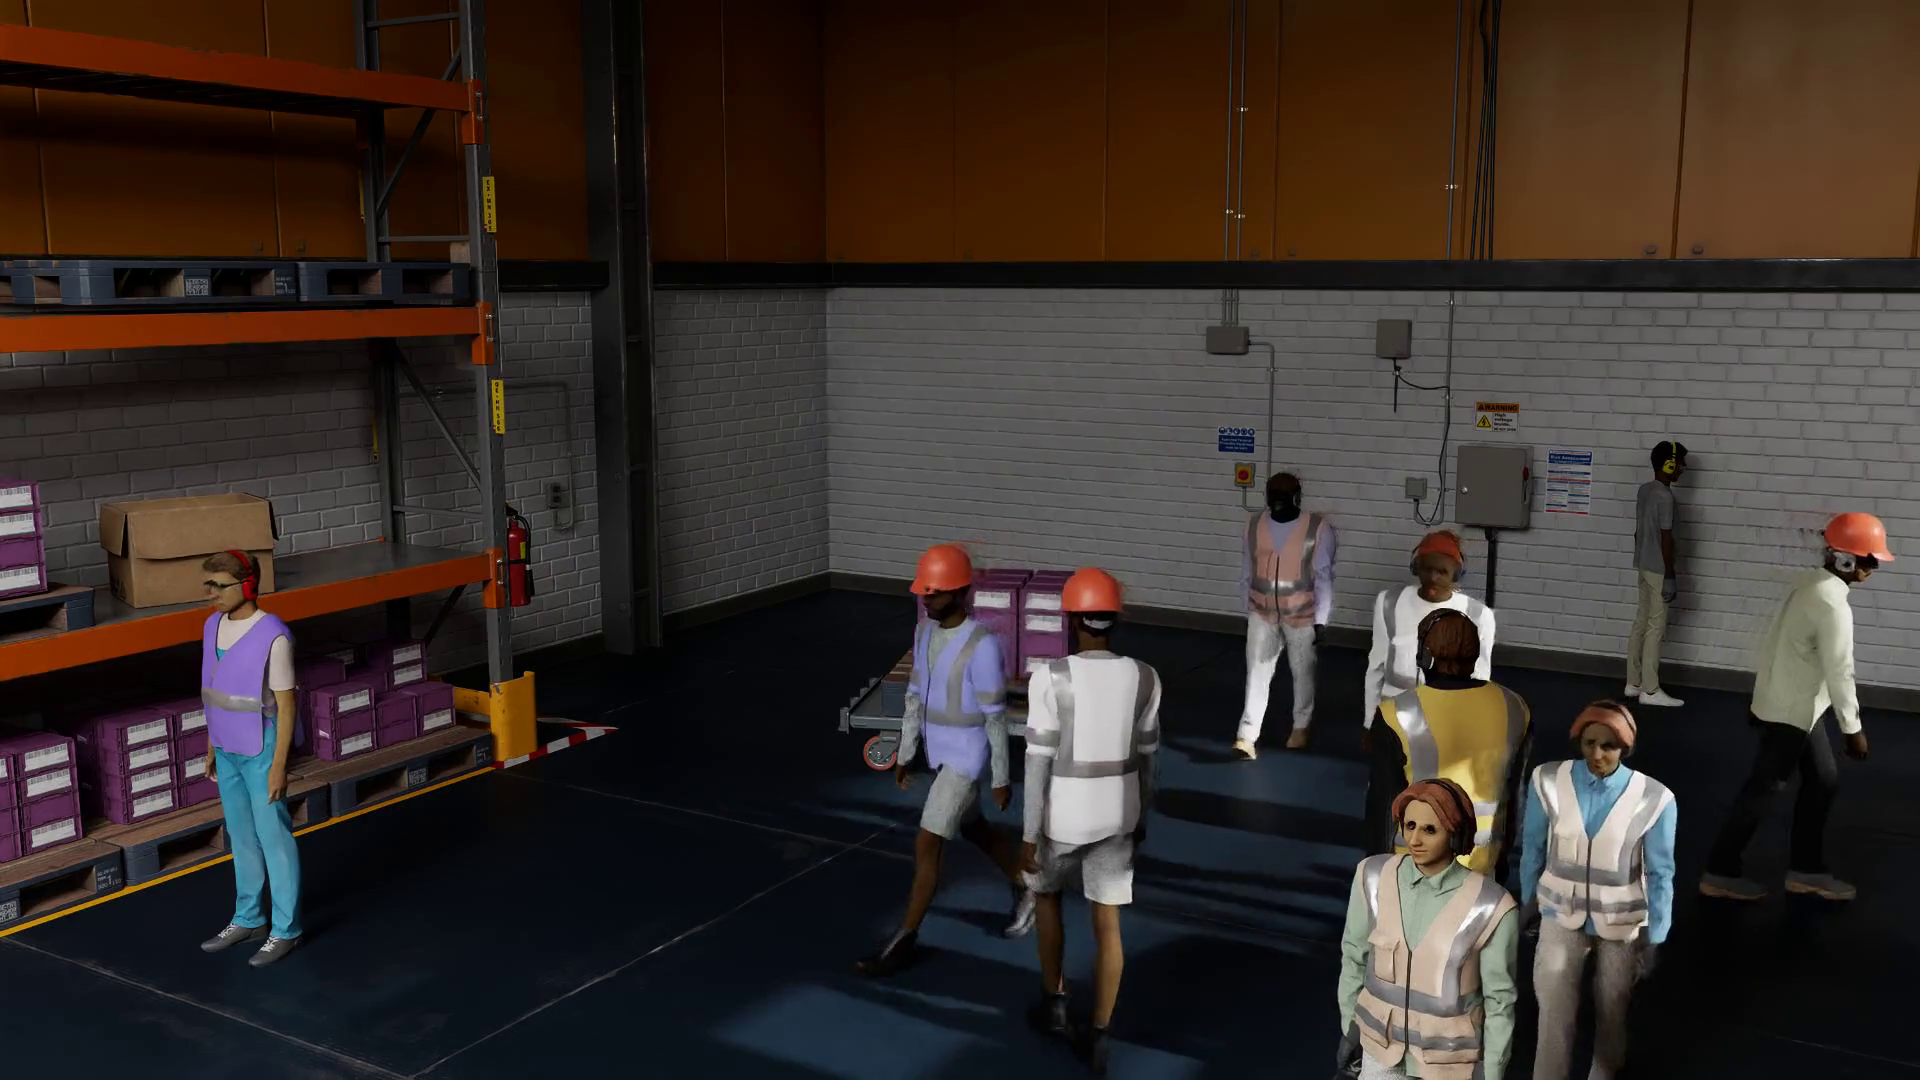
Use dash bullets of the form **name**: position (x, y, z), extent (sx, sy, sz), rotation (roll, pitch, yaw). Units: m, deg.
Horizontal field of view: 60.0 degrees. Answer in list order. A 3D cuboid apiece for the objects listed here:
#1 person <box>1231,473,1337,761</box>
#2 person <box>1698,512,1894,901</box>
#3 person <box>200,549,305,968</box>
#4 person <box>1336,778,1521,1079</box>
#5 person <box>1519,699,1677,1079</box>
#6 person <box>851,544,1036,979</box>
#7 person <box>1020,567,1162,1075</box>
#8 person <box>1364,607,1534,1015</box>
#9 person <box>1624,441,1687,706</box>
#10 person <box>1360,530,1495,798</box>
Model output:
- **person**: position (2.008, 0.481, 10.385), extent (0.624, 1.791, 0.954), rotation (4, 10, 25)
- **person**: position (3.977, 0.815, 7.825), extent (0.850, 1.935, 0.602), rotation (4, 10, 22)
- **person**: position (-3.125, 0.942, 7.353), extent (0.566, 1.843, 0.389), rotation (6, 11, 32)
- **person**: position (1.310, 1.466, 4.718), extent (0.512, 1.641, 0.307), rotation (7, 11, 37)
- **person**: position (2.207, 1.319, 5.801), extent (0.523, 1.588, 0.899), rotation (5, 10, 29)
- **person**: position (0.015, 0.933, 7.322), extent (1.046, 1.881, 0.535), rotation (-5, 10, -29)
- **person**: position (0.473, 1.050, 6.463), extent (0.590, 1.905, 0.712), rotation (-3, 9, -15)
- **person**: position (1.730, 1.154, 6.040), extent (0.626, 1.844, 0.429), rotation (-3, 9, -16)
- **person**: position (4.926, 0.232, 11.728), extent (0.329, 1.865, 0.510), rotation (0, 9, -1)
- **person**: position (2.144, 0.874, 7.707), extent (0.584, 1.867, 0.404), rotation (5, 10, 29)
